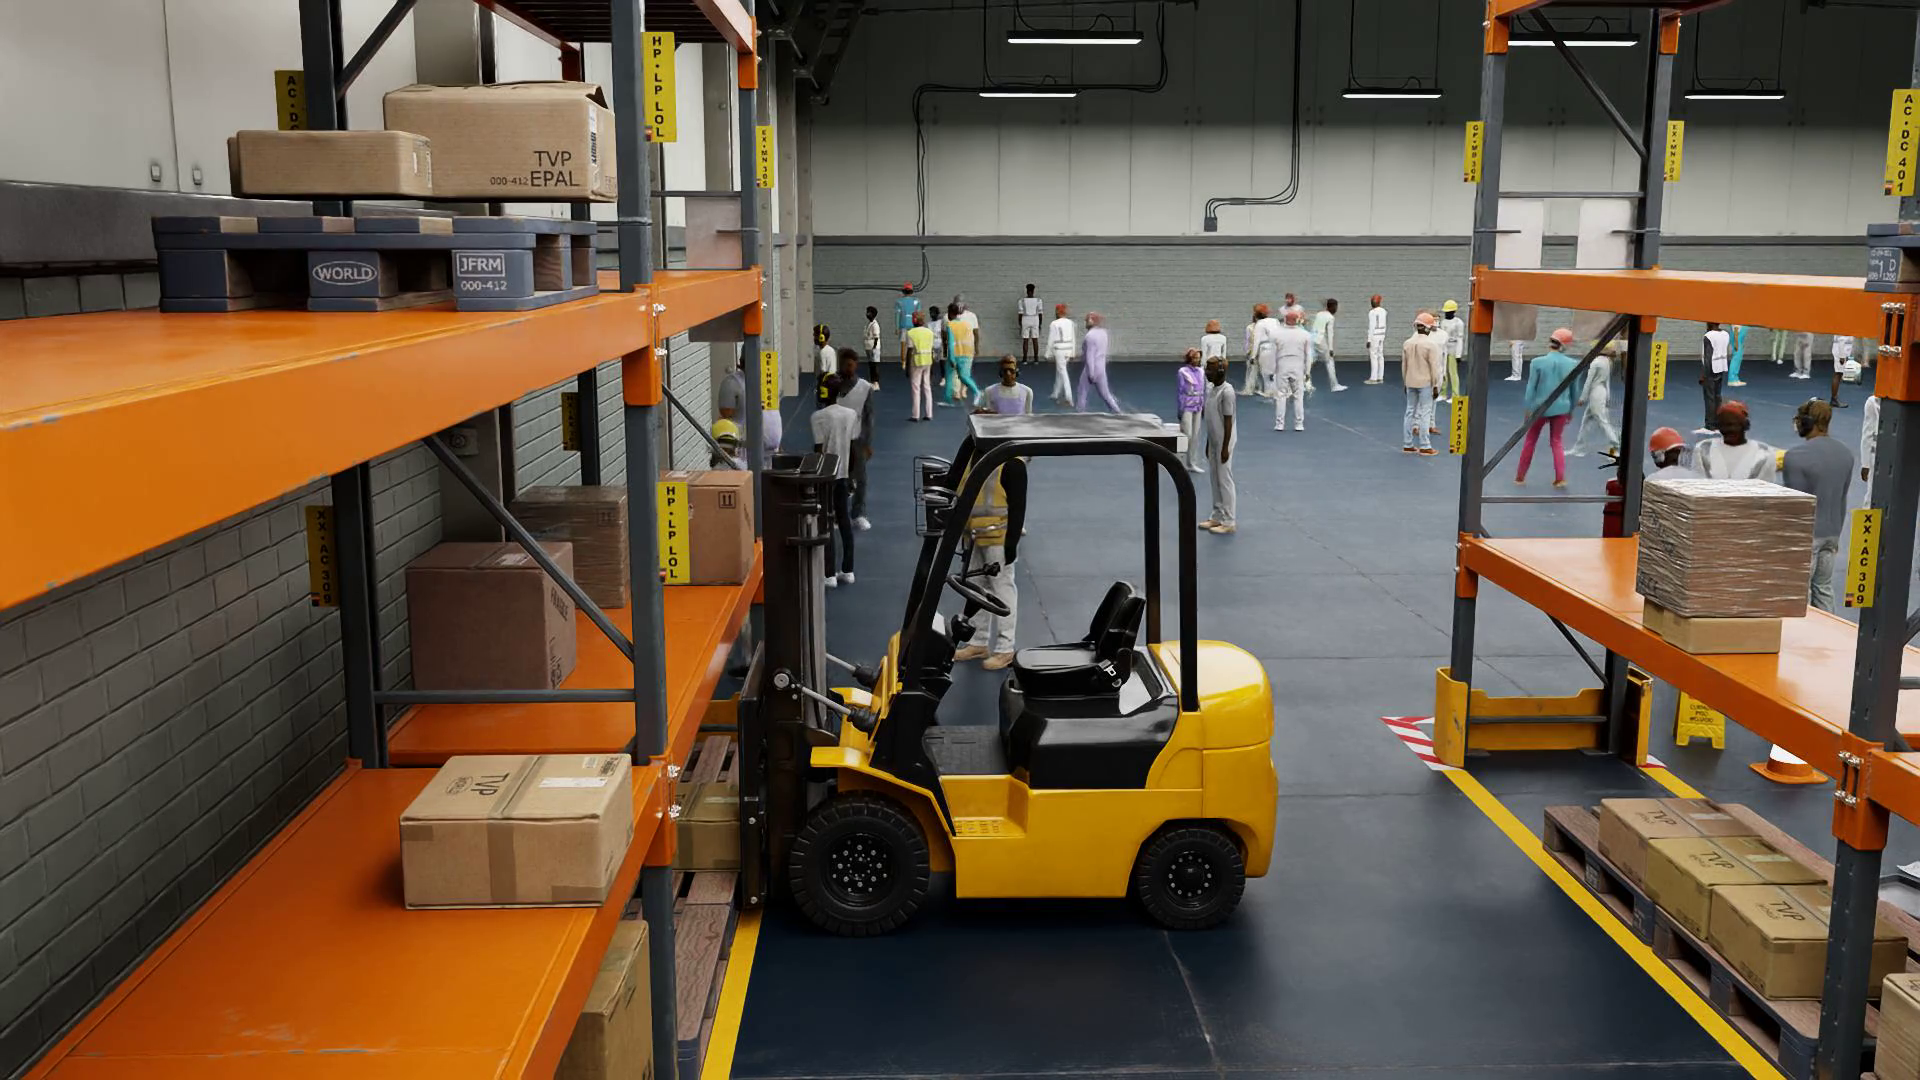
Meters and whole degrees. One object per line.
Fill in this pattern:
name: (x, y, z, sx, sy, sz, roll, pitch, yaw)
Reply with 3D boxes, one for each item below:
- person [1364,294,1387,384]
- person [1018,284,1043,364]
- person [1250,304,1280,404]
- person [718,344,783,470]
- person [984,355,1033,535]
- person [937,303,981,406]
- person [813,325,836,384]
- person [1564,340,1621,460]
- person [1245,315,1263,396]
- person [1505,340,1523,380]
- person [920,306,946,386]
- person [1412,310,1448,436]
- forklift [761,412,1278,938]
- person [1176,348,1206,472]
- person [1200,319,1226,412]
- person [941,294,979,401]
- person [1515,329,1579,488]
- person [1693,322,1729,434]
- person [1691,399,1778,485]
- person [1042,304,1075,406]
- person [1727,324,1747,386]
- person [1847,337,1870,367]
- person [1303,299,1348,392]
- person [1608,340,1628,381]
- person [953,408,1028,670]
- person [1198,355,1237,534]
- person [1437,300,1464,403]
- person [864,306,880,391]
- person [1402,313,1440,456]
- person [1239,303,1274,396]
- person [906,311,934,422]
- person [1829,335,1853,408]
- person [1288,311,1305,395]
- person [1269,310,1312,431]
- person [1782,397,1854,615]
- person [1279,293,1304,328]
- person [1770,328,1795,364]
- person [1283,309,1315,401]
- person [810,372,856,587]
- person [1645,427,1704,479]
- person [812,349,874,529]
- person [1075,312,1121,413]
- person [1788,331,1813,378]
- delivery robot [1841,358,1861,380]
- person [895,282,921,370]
person: (8.765, -4.228, 35.051, 0.337, 1.882, 0.585, 10, 14, 44)
person: (1.717, -5.283, 40.696, 0.613, 1.965, 0.361, -1, 10, -7)
person: (5.672, -3.426, 30.714, 0.603, 1.832, 0.753, -8, 13, -39)
person: (-2.019, -0.986, 16.551, 0.689, 2.000, 0.539, -9, 14, -41)
person: (0.488, -0.957, 16.939, 0.512, 1.845, 0.340, -1, 10, -5)
person: (-0.025, -3.349, 30.134, 0.816, 1.899, 0.594, 7, 12, 35)
person: (-1.860, -2.012, 22.782, 0.335, 1.866, 0.515, 2, 10, 10)
person: (8.828, -1.972, 22.961, 0.868, 1.707, 0.486, 8, 13, 39)
person: (5.782, -3.637, 32.445, 0.514, 1.638, 0.310, -5, 12, -28)
person: (12.015, -4.326, 36.014, 0.311, 1.735, 0.483, 8, 13, 36)
person: (-0.522, -3.983, 34.281, 0.541, 1.658, 0.758, 5, 11, 26)
person: (7.261, -2.582, 25.730, 0.635, 1.937, 0.352, -4, 11, -19)
forklift: (0.291, 0.548, 7.580, 2.313, 2.155, 1.214, 0, 10, -2)
person: (2.983, -1.671, 21.524, 0.322, 1.629, 0.532, 10, 14, 43)
person: (4.427, -3.046, 29.154, 0.500, 1.636, 0.280, -4, 11, -24)
person: (0.010, -3.690, 31.614, 0.682, 2.000, 0.882, -2, 10, -12)
person: (7.193, -1.594, 20.263, 0.648, 1.941, 0.699, 1, 10, 5)
person: (11.734, -2.602, 25.898, 0.595, 1.917, 0.373, -8, 13, -38)
person: (5.647, -0.109, 12.163, 0.644, 1.868, 0.545, 7, 12, 34)
person: (1.770, -3.399, 30.499, 0.878, 1.847, 0.601, 10, 14, 43)
person: (16.151, -4.097, 34.475, 0.361, 1.834, 0.521, 7, 13, 35)
person: (21.487, -5.161, 39.813, 0.698, 2.000, 0.751, -6, 12, -30)
person: (7.251, -3.884, 33.262, 0.859, 1.841, 0.658, -3, 11, -18)
person: (14.214, -4.394, 35.826, 0.545, 1.938, 0.360, 5, 11, 27)
person: (0.199, -0.013, 11.704, 0.430, 1.838, 0.624, -7, 13, -35)
person: (2.663, -0.981, 17.112, 0.349, 1.837, 0.502, -3, 10, -14)
person: (9.098, -3.504, 30.947, 0.423, 1.911, 0.588, -4, 11, -23)
person: (-1.775, -3.853, 33.475, 0.318, 1.700, 0.536, -4, 11, -22)
person: (6.476, -2.183, 23.354, 0.380, 1.993, 0.610, -7, 12, -35)
person: (5.804, -3.677, 32.184, 0.603, 1.837, 0.522, 1, 10, 3)
person: (-0.657, -2.883, 27.706, 0.572, 1.835, 0.392, -9, 14, -41)
person: (15.974, -3.360, 30.064, 0.364, 1.939, 0.542, 6, 12, 30)
person: (6.577, -3.649, 32.522, 0.267, 1.631, 0.507, 8, 13, 39)
person: (5.220, -2.671, 26.313, 0.651, 1.906, 0.401, 1, 10, 7)
person: (5.839, -0.011, 11.443, 0.628, 1.932, 0.369, -5, 11, -27)
person: (7.485, -4.715, 37.933, 0.609, 1.809, 0.861, 9, 14, 42)
person: (20.223, -5.253, 40.843, 0.533, 1.851, 0.502, 7, 13, 35)
person: (6.284, -3.458, 31.191, 0.666, 1.726, 0.575, 4, 11, 19)
person: (-1.124, -0.527, 14.474, 0.313, 1.869, 0.534, 9, 14, 42)
person: (5.021, 0.074, 11.648, 0.583, 1.696, 0.763, -3, 11, -16)
person: (-1.207, -1.024, 17.223, 0.652, 1.894, 0.392, 1, 10, 4)
person: (2.225, -2.758, 26.930, 0.965, 1.868, 0.660, 6, 12, 32)
person: (18.491, -4.379, 36.379, 0.472, 1.708, 0.519, -2, 10, -10)
delivery robot: (18.718, -3.592, 34.947, 0.477, 0.478, 0.707, 7, 12, 33)
person: (-1.218, -5.003, 38.914, 0.614, 2.047, 0.361, -2, 10, -10)
